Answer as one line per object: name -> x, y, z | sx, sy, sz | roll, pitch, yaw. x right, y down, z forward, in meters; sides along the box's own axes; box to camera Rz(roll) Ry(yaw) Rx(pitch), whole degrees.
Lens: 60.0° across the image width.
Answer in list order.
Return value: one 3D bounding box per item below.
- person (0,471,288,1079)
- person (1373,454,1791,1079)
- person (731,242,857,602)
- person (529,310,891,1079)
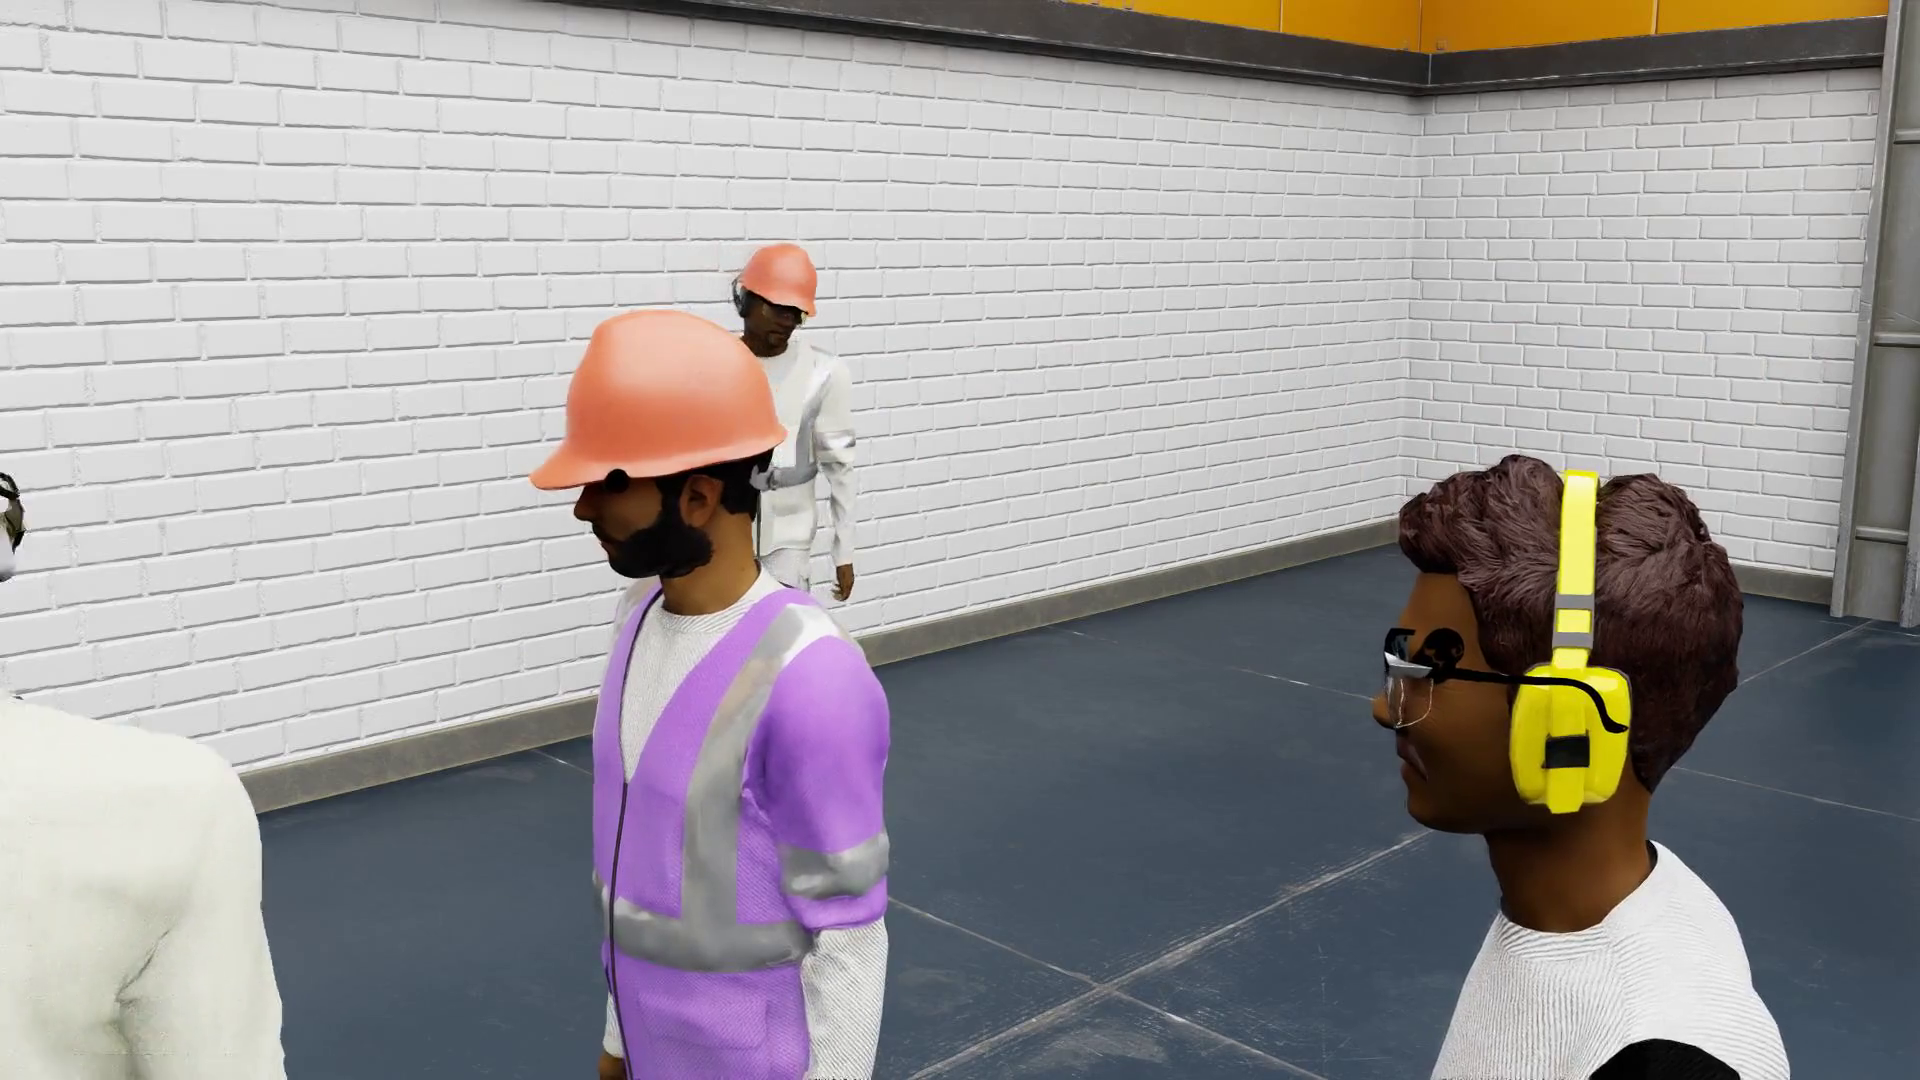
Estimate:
person -> -0.917, 0.789, 1.499 | 0.634, 1.955, 0.937 | -2, 11, -13
person -> 0.441, 0.864, 1.299 | 0.319, 1.870, 0.521 | 3, 11, 15
person -> -0.673, -0.015, 5.738 | 0.623, 1.993, 0.655 | -2, 11, -8
person -> -0.321, 0.677, 2.151 | 0.376, 1.933, 0.544 | -8, 13, -37
